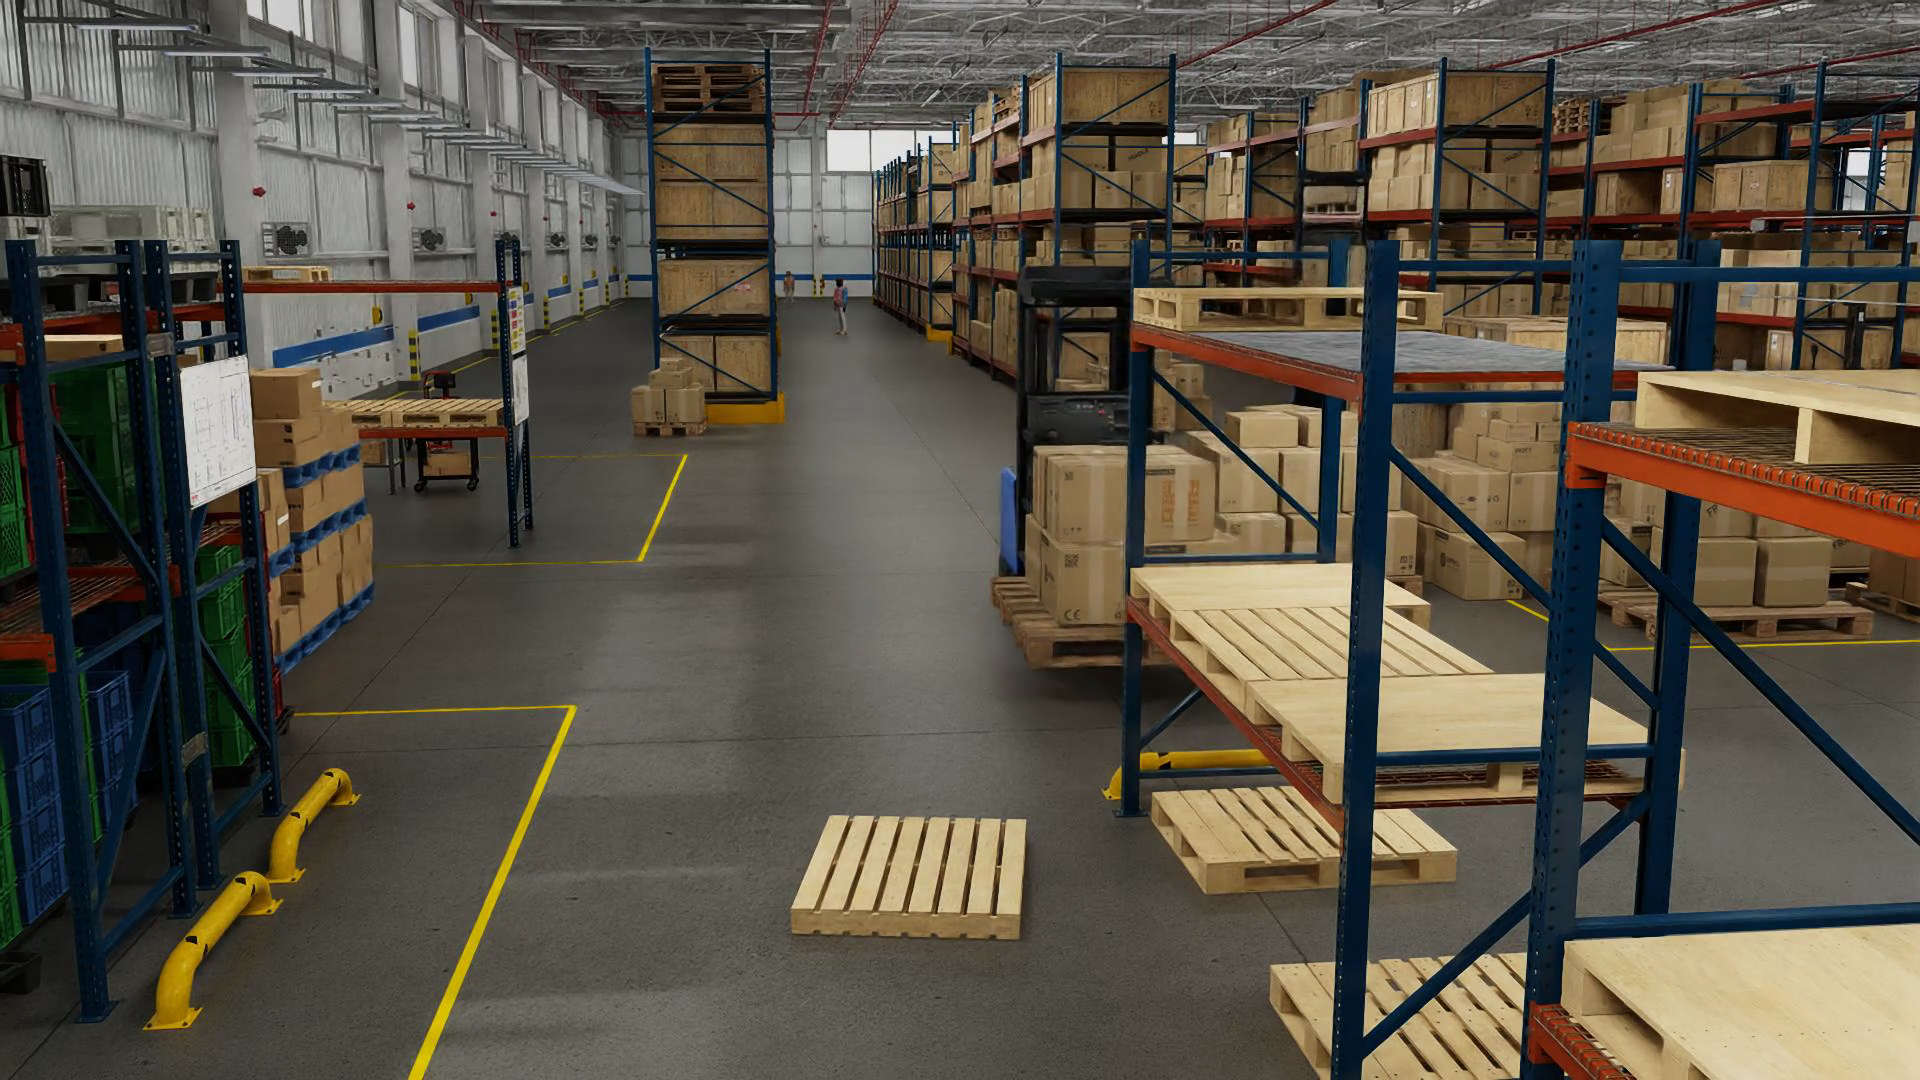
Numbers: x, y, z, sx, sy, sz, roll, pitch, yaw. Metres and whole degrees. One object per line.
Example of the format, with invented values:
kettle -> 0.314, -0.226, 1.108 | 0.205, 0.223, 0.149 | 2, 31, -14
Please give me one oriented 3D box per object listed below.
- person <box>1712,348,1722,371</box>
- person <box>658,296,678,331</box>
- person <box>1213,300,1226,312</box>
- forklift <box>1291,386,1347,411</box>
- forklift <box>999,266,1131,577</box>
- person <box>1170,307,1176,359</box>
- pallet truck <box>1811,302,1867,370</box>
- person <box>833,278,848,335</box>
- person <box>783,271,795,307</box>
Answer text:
person -> 8.477, -1.288, 18.833 | 0.844, 1.893, 0.606 | -5, 11, -24
person -> -7.676, -5.808, 43.802 | 0.587, 1.913, 0.391 | -3, 11, -15
person -> 9.427, -8.680, 60.294 | 0.580, 1.693, 0.901 | 4, 11, 19
forklift -> 6.081, -3.344, 27.462 | 1.129, 2.768, 1.873 | 2, 10, 12
forklift -> 0.956, -0.830, 13.534 | 1.129, 2.768, 1.873 | -1, 10, -6
person -> 5.228, -5.257, 41.562 | 0.521, 1.627, 0.523 | 1, 10, 6
pallet truck -> 15.846, -3.142, 28.793 | 1.885, 1.965, 0.823 | 2, 10, 12
person -> -3.854, -7.520, 53.520 | 0.430, 1.838, 0.626 | -7, 13, -36
person -> -7.774, -11.403, 75.557 | 0.523, 1.638, 0.310 | 1, 10, 8
